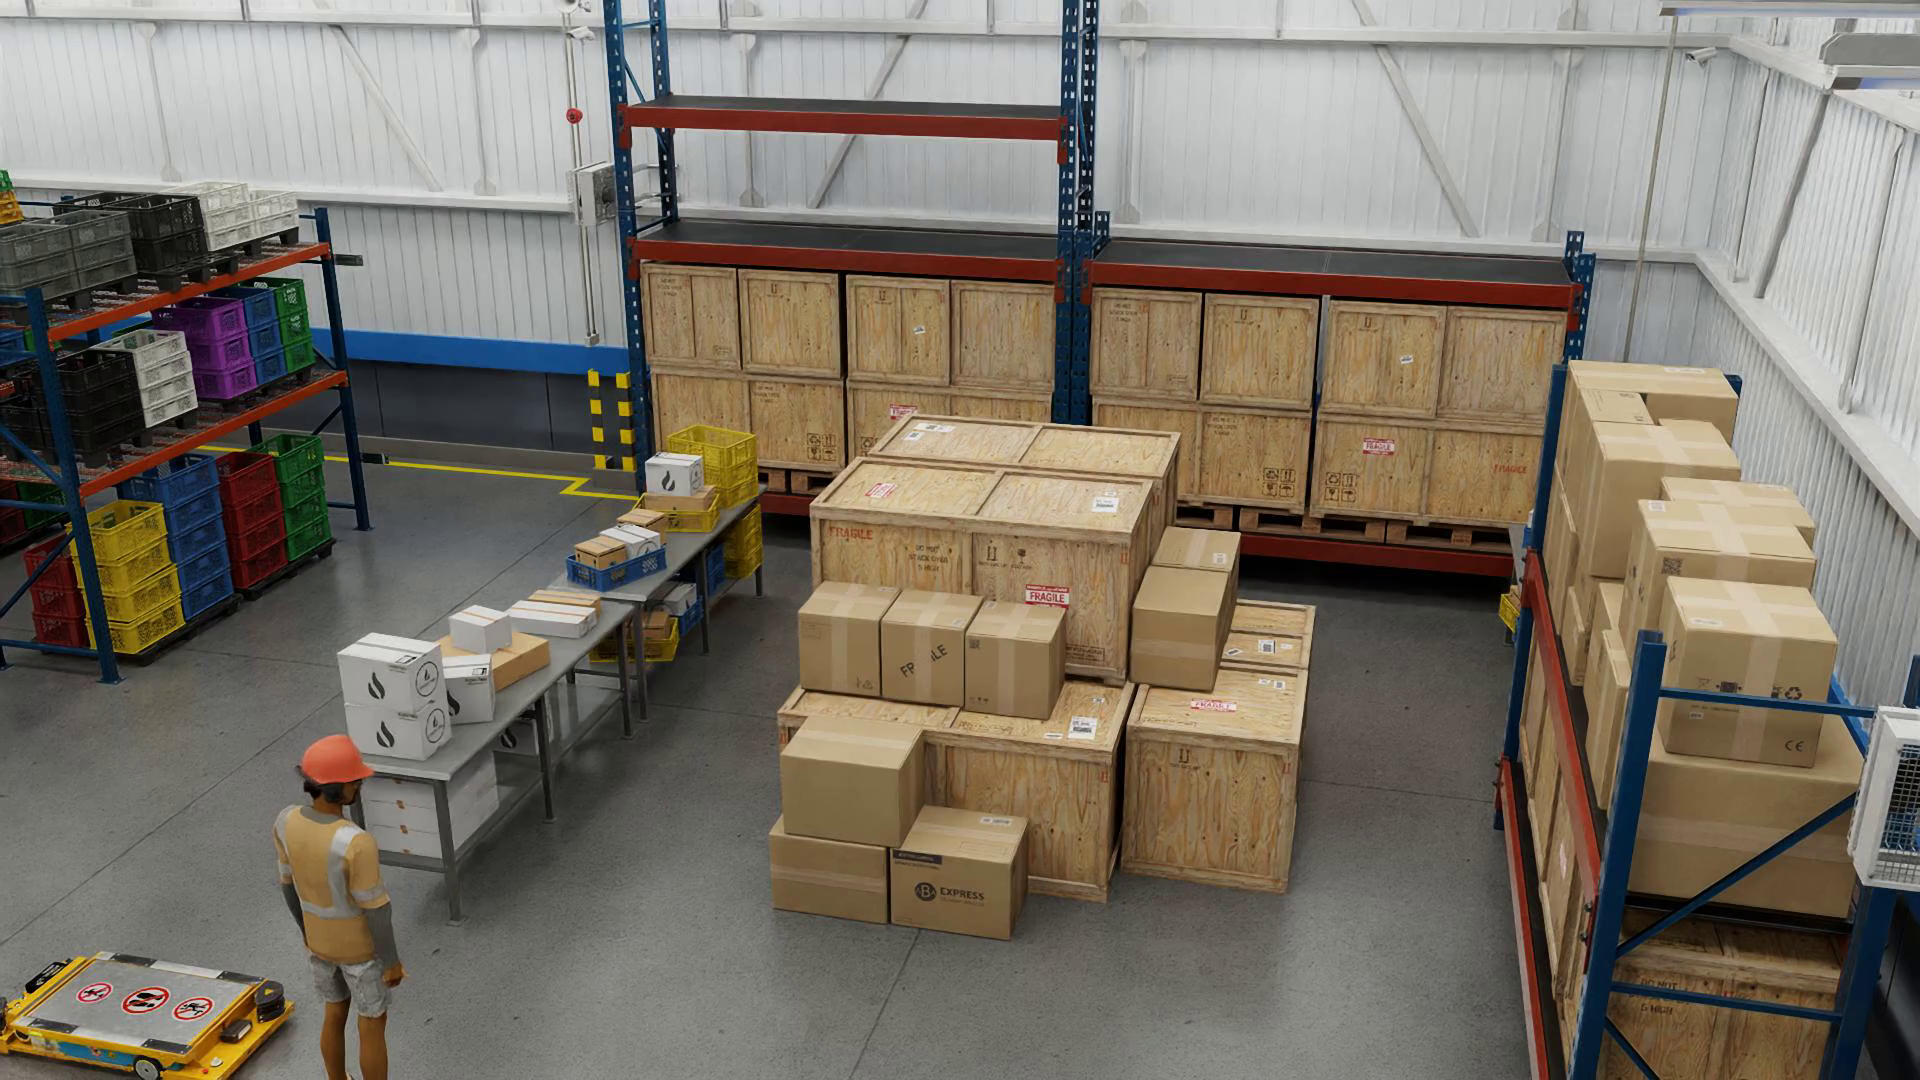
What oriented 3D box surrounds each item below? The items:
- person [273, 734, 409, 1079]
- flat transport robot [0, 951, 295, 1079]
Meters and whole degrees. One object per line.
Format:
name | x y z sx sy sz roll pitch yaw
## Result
person | -2.834 1.842 7.755 0.613 2.033 0.392 11 24 27
flat transport robot | -4.270 2.464 8.601 1.431 0.231 0.659 5 22 13
